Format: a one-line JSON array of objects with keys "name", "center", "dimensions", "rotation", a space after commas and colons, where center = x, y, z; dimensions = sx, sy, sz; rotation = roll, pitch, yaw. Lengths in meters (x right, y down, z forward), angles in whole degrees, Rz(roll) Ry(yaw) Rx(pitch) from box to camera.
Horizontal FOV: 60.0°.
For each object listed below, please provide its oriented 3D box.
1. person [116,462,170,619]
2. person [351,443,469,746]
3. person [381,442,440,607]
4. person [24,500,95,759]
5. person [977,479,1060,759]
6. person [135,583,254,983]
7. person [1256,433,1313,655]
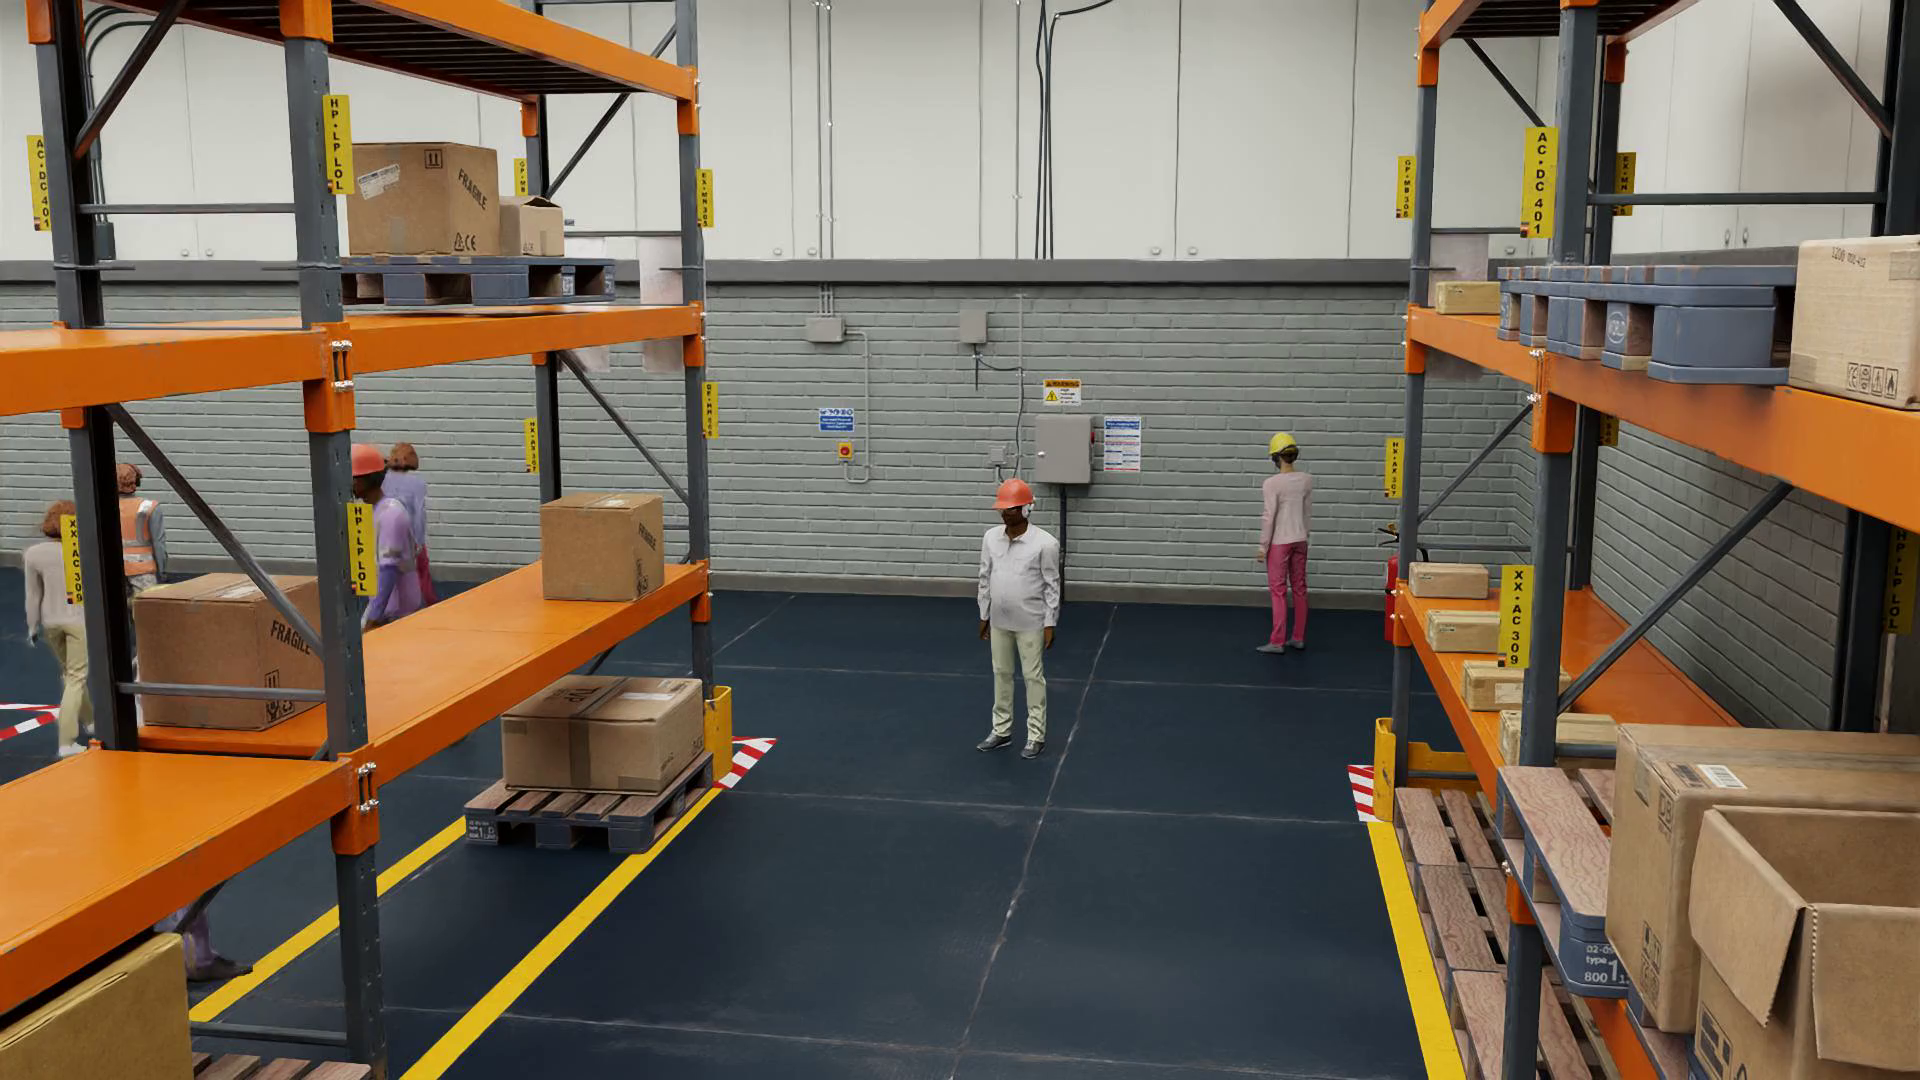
[{"name": "person", "center": [-6.086, 0.249, 12.231], "dimensions": [0.515, 1.633, 0.316], "rotation": [0, 9, 0]}, {"name": "person", "center": [-3.577, 0.385, 10.327], "dimensions": [1.060, 1.981, 0.610], "rotation": [-9, 13, -44]}, {"name": "person", "center": [-4.682, -0.040, 14.124], "dimensions": [0.502, 1.588, 0.856], "rotation": [2, 9, 12]}, {"name": "person", "center": [-5.603, 0.537, 10.567], "dimensions": [0.507, 1.589, 0.815], "rotation": [1, 9, 5]}, {"name": "person", "center": [0.346, 0.484, 10.391], "dimensions": [0.575, 1.749, 0.336], "rotation": [6, 11, 33]}, {"name": "person", "center": [-3.390, 1.042, 6.954], "dimensions": [0.629, 1.744, 0.542], "rotation": [-5, 10, -27]}, {"name": "person", "center": [2.561, 0.032, 13.174], "dimensions": [0.523, 1.760, 0.328], "rotation": [-6, 11, -34]}]
